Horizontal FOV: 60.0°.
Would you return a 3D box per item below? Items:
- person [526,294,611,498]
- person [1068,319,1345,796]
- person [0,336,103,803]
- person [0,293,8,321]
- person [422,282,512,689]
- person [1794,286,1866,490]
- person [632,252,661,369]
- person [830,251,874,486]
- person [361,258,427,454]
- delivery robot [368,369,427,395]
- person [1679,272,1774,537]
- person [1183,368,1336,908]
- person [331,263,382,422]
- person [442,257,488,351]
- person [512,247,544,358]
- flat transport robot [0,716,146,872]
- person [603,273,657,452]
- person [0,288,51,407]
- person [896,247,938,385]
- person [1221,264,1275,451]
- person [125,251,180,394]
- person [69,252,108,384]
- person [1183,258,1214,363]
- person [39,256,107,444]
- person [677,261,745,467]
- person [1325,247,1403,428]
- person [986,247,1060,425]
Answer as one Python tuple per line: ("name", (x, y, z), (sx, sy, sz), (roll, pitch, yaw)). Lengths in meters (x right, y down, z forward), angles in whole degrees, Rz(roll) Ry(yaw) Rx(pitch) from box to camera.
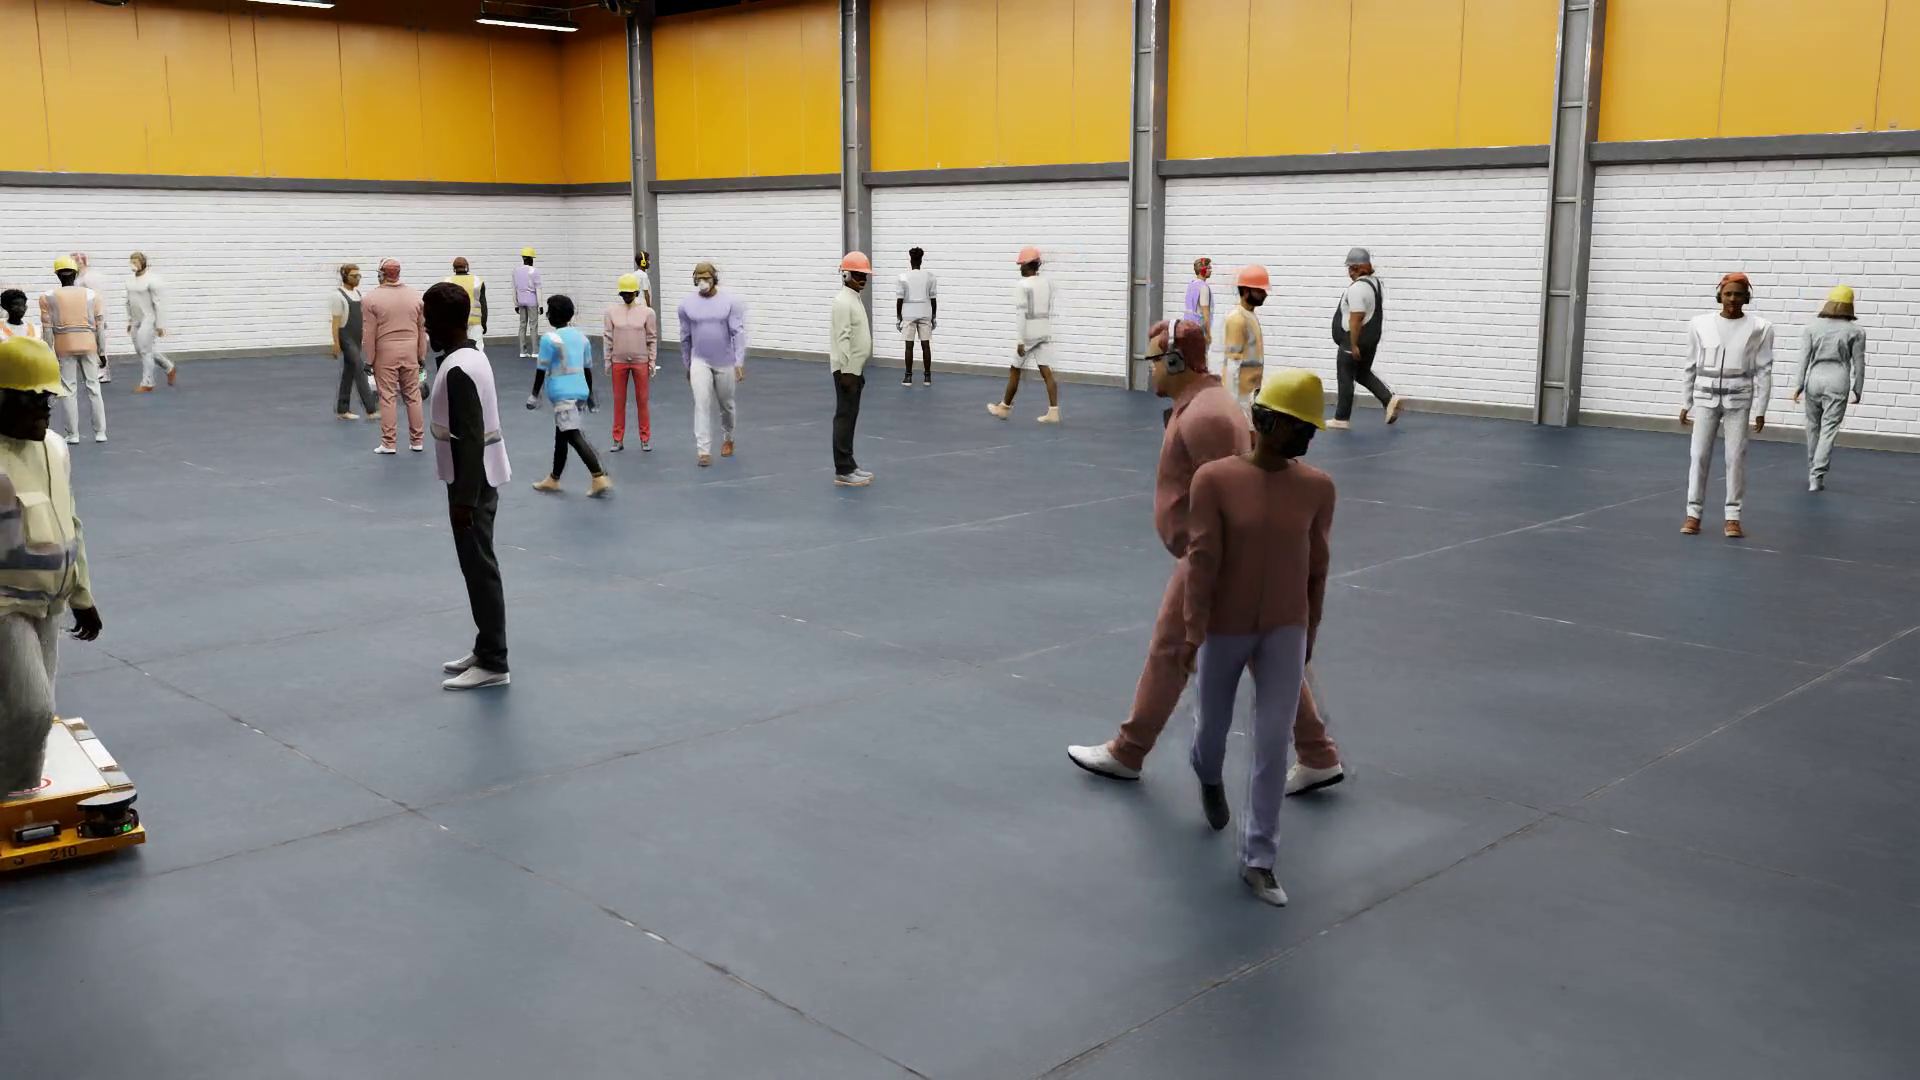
("person", (-3.186, -1.173, 13.590), (0.852, 1.657, 0.538), (4, 11, 21))
("person", (0.991, 0.076, 6.360), (1.077, 1.826, 0.646), (4, 11, 19))
("person", (-3.187, 0.214, 5.647), (0.451, 1.802, 0.603), (1, 10, 3))
("person", (-13.111, -2.811, 22.594), (0.371, 1.624, 0.541), (-5, 11, -24))
("person", (-2.316, -0.255, 7.875), (0.379, 1.916, 0.591), (-3, 11, -14))
("person", (7.407, -1.294, 14.130), (0.496, 1.689, 0.893), (9, 14, 40))
("person", (-5.037, -3.654, 26.534), (0.328, 1.872, 0.513), (-8, 13, -36))
("person", (-0.923, -1.469, 14.285), (0.392, 1.991, 0.612), (1, 10, 7))
("person", (-5.543, -1.795, 16.292), (0.641, 1.912, 0.407), (-10, 14, -42))
("delivery robot", (-7.164, -2.053, 21.138), (0.707, 0.478, 0.477), (-2, 10, -10))
("person", (5.433, -0.955, 11.820), (0.581, 1.878, 0.358), (7, 12, 33))
("person", (0.977, 0.267, 5.592), (0.523, 1.716, 0.843), (-1, 10, -4))
("person", (-6.843, -2.247, 19.038), (0.869, 1.813, 0.513), (2, 11, 9))
("person", (-6.834, -2.979, 22.953), (0.621, 1.837, 0.429), (-4, 11, -21))
("person", (-7.503, -4.127, 28.965), (0.594, 1.922, 0.382), (4, 11, 23))
("flat transport robot", (-3.486, 0.897, 6.084), (0.652, 0.197, 1.431), (-8, 13, -36))
("person", (-3.255, -1.743, 16.423), (0.523, 1.760, 0.329), (-1, 10, -6))
("person", (-8.482, -1.425, 14.922), (0.803, 1.670, 0.526), (8, 13, 36))
("person", (-0.620, -3.180, 23.689), (0.608, 1.965, 0.365), (-2, 11, -10))
("person", (2.138, -1.183, 12.960), (0.616, 1.915, 0.545), (4, 11, 20))
("person", (-11.038, -2.973, 22.682), (0.630, 1.922, 0.757), (6, 12, 29))
("person", (-12.534, -3.165, 23.806), (0.543, 1.887, 0.679), (-8, 13, -37))
("person", (3.032, -2.646, 21.092), (0.390, 1.850, 0.565), (-2, 11, -13))
("person", (-9.072, -1.937, 17.042), (0.585, 1.917, 0.381), (-8, 13, -37))
("person", (-2.327, -1.675, 15.688), (0.633, 1.903, 0.954), (0, 10, -3))
("person", (4.460, -2.234, 18.326), (0.754, 2.000, 0.691), (8, 13, 37))
("person", (0.765, -2.319, 18.923), (0.640, 1.987, 1.030), (-10, 15, -44))
